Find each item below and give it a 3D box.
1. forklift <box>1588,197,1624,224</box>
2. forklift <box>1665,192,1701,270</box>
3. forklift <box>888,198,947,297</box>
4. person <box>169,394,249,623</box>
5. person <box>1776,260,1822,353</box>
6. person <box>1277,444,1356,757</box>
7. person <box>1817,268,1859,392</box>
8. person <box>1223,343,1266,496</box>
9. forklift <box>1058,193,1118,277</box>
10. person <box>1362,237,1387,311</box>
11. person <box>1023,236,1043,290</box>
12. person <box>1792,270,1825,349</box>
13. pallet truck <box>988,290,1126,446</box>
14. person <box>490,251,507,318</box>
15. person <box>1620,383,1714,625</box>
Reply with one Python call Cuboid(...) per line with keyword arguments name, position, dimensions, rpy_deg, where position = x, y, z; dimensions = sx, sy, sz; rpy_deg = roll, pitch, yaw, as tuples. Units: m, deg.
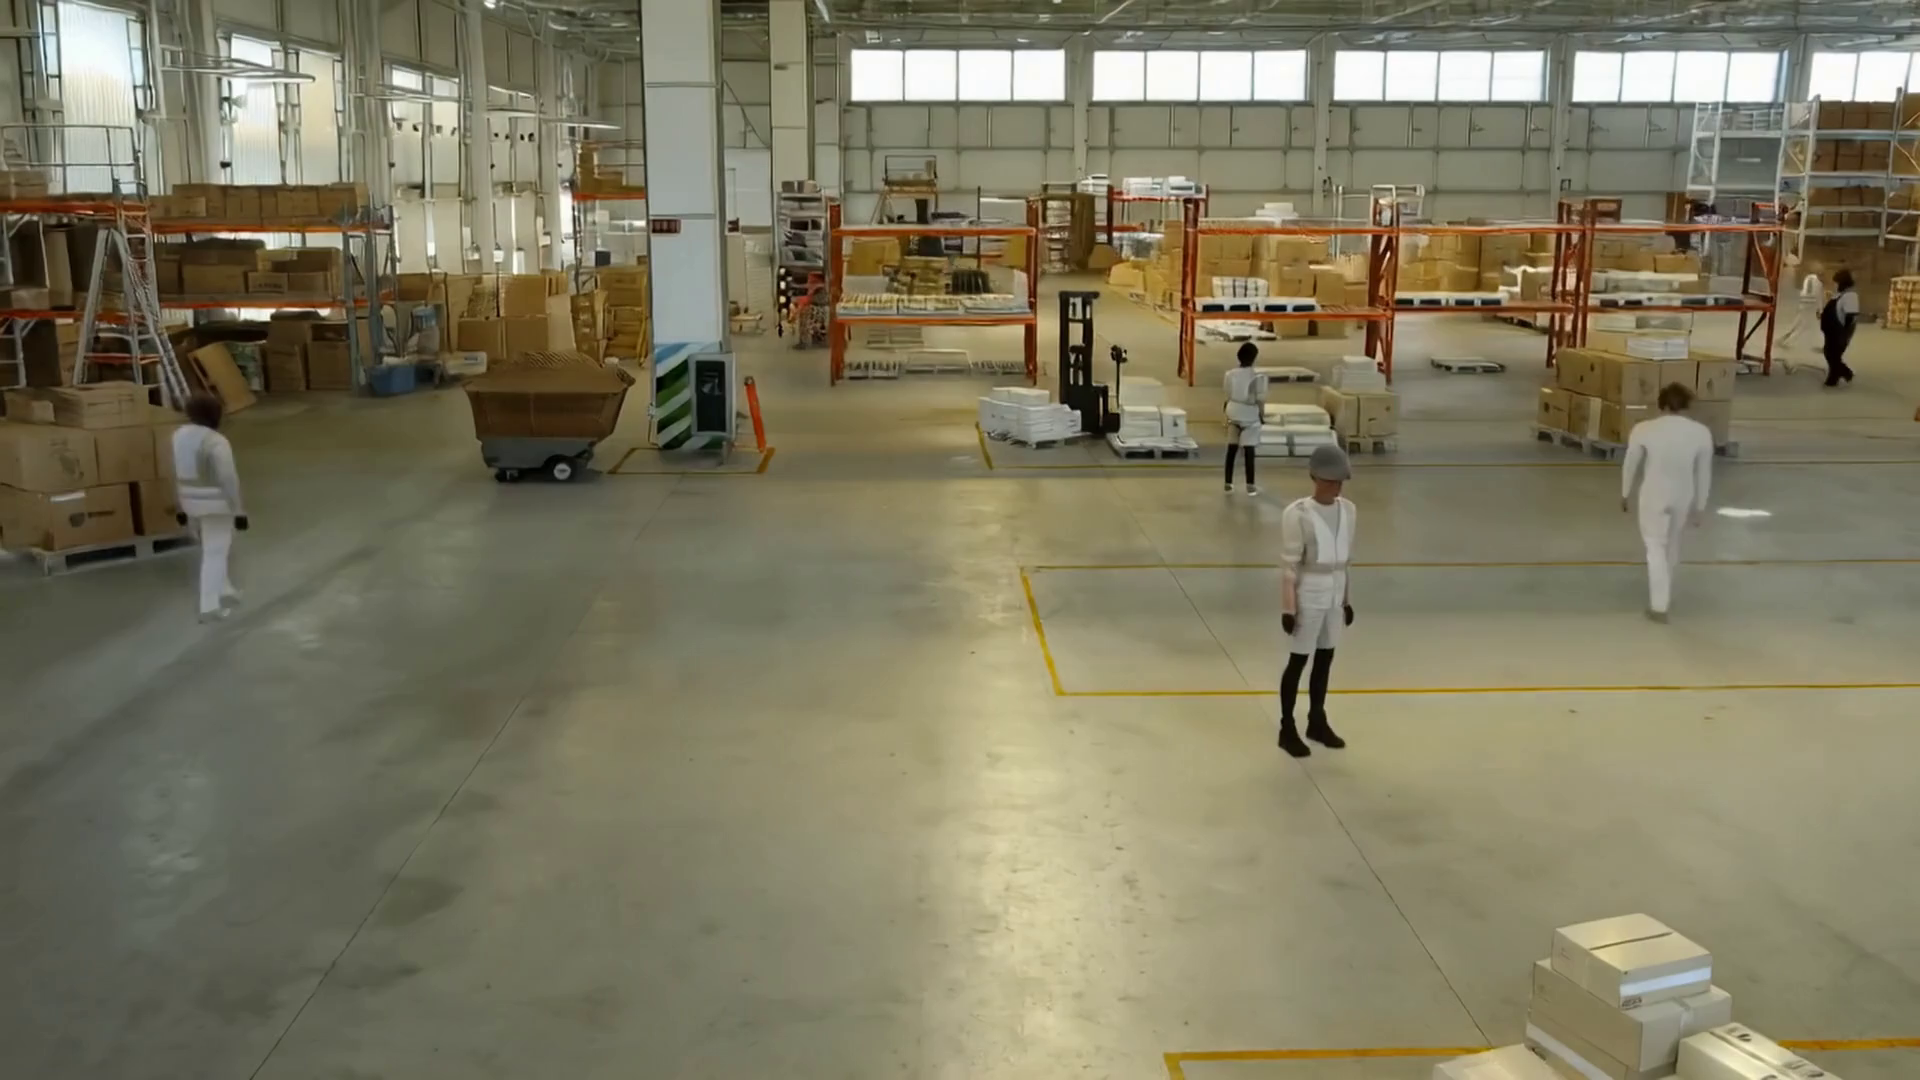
Cuboid(name="forklift", position=(19.065, -8.774, 49.333), dimensions=(1.129, 2.768, 1.873), rpy_deg=(0, 12, -2))
Cuboid(name="forklift", position=(25.853, -11.209, 60.328), dimensions=(1.873, 2.768, 1.129), rpy_deg=(0, 12, -2))
Cuboid(name="forklift", position=(-1.084, -8.174, 46.624), dimensions=(1.873, 2.768, 1.129), rpy_deg=(0, 12, -2))
Cuboid(name="person", position=(-5.926, -0.267, 13.320), dimensions=(0.663, 1.822, 0.627), rpy_deg=(8, 15, 31))
Cuboid(name="person", position=(16.708, -4.606, 32.871), dimensions=(0.928, 1.855, 0.579), rpy_deg=(2, 13, 9))
Cuboid(name="person", position=(2.213, 0.368, 10.209), dimensions=(0.551, 1.934, 0.373), rpy_deg=(-7, 14, -29))
Cuboid(name="person", position=(14.372, -3.434, 27.138), dimensions=(0.617, 2.000, 0.706), rpy_deg=(3, 13, 15))
Cuboid(name="person", position=(3.158, -1.343, 18.501), dimensions=(0.535, 1.694, 0.321), rpy_deg=(10, 16, 39))
Cuboid(name="forklift", position=(4.400, -10.441, 56.861), dimensions=(1.873, 2.768, 1.129), rpy_deg=(-2, 13, -8))
Cuboid(name="person", position=(10.684, -6.861, 42.895), dimensions=(0.722, 1.910, 0.614), rpy_deg=(-2, 13, -9))
Cuboid(name="person", position=(2.227, -8.549, 50.476), dimensions=(0.627, 1.934, 0.372), rpy_deg=(3, 13, 14))
Cuboid(name="person", position=(17.243, -4.676, 33.689), dimensions=(0.611, 1.622, 0.525), rpy_deg=(2, 13, 11))
Cuboid(name="pallet truck", position=(1.257, -2.299, 22.111), dimensions=(1.885, 1.965, 0.823), rpy_deg=(-9, 15, -35))
Cuboid(name="person", position=(-11.362, -6.263, 40.848), dimensions=(0.313, 1.634, 0.516), rpy_deg=(-11, 17, -41))
Cuboid(name="person", position=(5.620, -0.311, 13.348), dimensions=(0.625, 1.909, 0.759), rpy_deg=(0, 12, 2))
